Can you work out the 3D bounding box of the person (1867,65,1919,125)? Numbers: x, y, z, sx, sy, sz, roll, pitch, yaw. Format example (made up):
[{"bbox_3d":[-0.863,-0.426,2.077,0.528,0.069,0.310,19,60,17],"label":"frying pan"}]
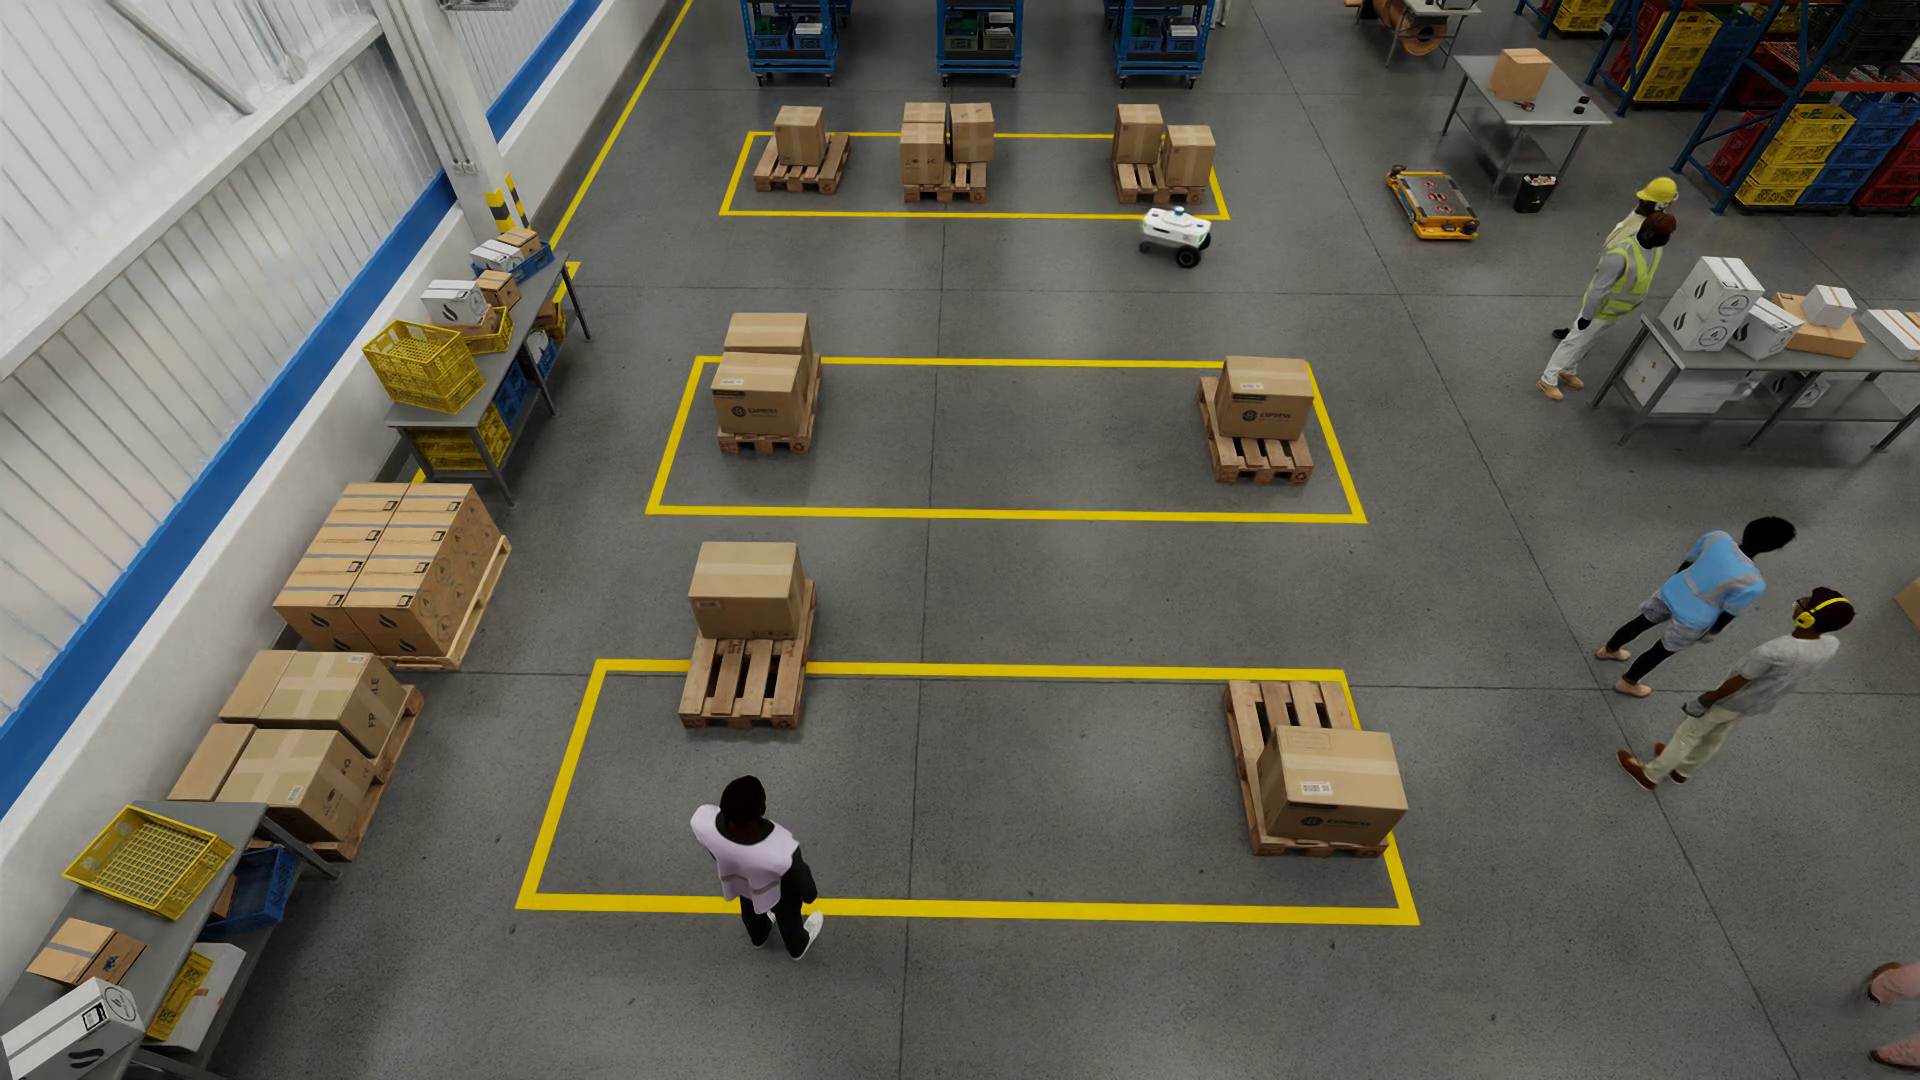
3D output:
[{"bbox_3d":[11.819,-5.665,11.323,0.352,1.937,0.635,-10,50,-9],"label":"person"}]

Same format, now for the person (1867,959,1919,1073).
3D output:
[{"bbox_3d":[5.404,2.188,4.585,0.736,1.867,0.697,-17,51,-14],"label":"person"}]

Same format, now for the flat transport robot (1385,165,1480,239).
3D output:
[{"bbox_3d":[5.692,-4.094,11.059,0.652,0.197,1.431,1,49,1],"label":"flat transport robot"}]

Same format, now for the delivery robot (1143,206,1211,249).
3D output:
[{"bbox_3d":[2.426,-3.503,10.301,0.707,0.478,0.477,20,52,17],"label":"delivery robot"}]

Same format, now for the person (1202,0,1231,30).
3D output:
[{"bbox_3d":[4.127,-8.902,14.320,0.514,1.639,0.316,-21,52,-17],"label":"person"}]

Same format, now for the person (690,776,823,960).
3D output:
[{"bbox_3d":[-1.046,1.799,4.885,0.592,1.912,0.387,16,51,13],"label":"person"}]

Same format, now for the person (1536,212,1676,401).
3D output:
[{"bbox_3d":[5.865,-2.109,8.310,0.633,1.841,0.429,-24,53,-20],"label":"person"}]

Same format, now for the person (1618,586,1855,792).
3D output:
[{"bbox_3d":[4.770,0.963,5.644,0.516,1.860,0.340,-9,50,-8],"label":"person"}]

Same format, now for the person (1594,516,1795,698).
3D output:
[{"bbox_3d":[4.937,0.444,6.201,0.323,1.691,0.536,-1,49,-1],"label":"person"}]

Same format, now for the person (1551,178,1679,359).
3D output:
[{"bbox_3d":[6.241,-2.572,8.725,0.403,1.824,0.599,14,51,12],"label":"person"}]
